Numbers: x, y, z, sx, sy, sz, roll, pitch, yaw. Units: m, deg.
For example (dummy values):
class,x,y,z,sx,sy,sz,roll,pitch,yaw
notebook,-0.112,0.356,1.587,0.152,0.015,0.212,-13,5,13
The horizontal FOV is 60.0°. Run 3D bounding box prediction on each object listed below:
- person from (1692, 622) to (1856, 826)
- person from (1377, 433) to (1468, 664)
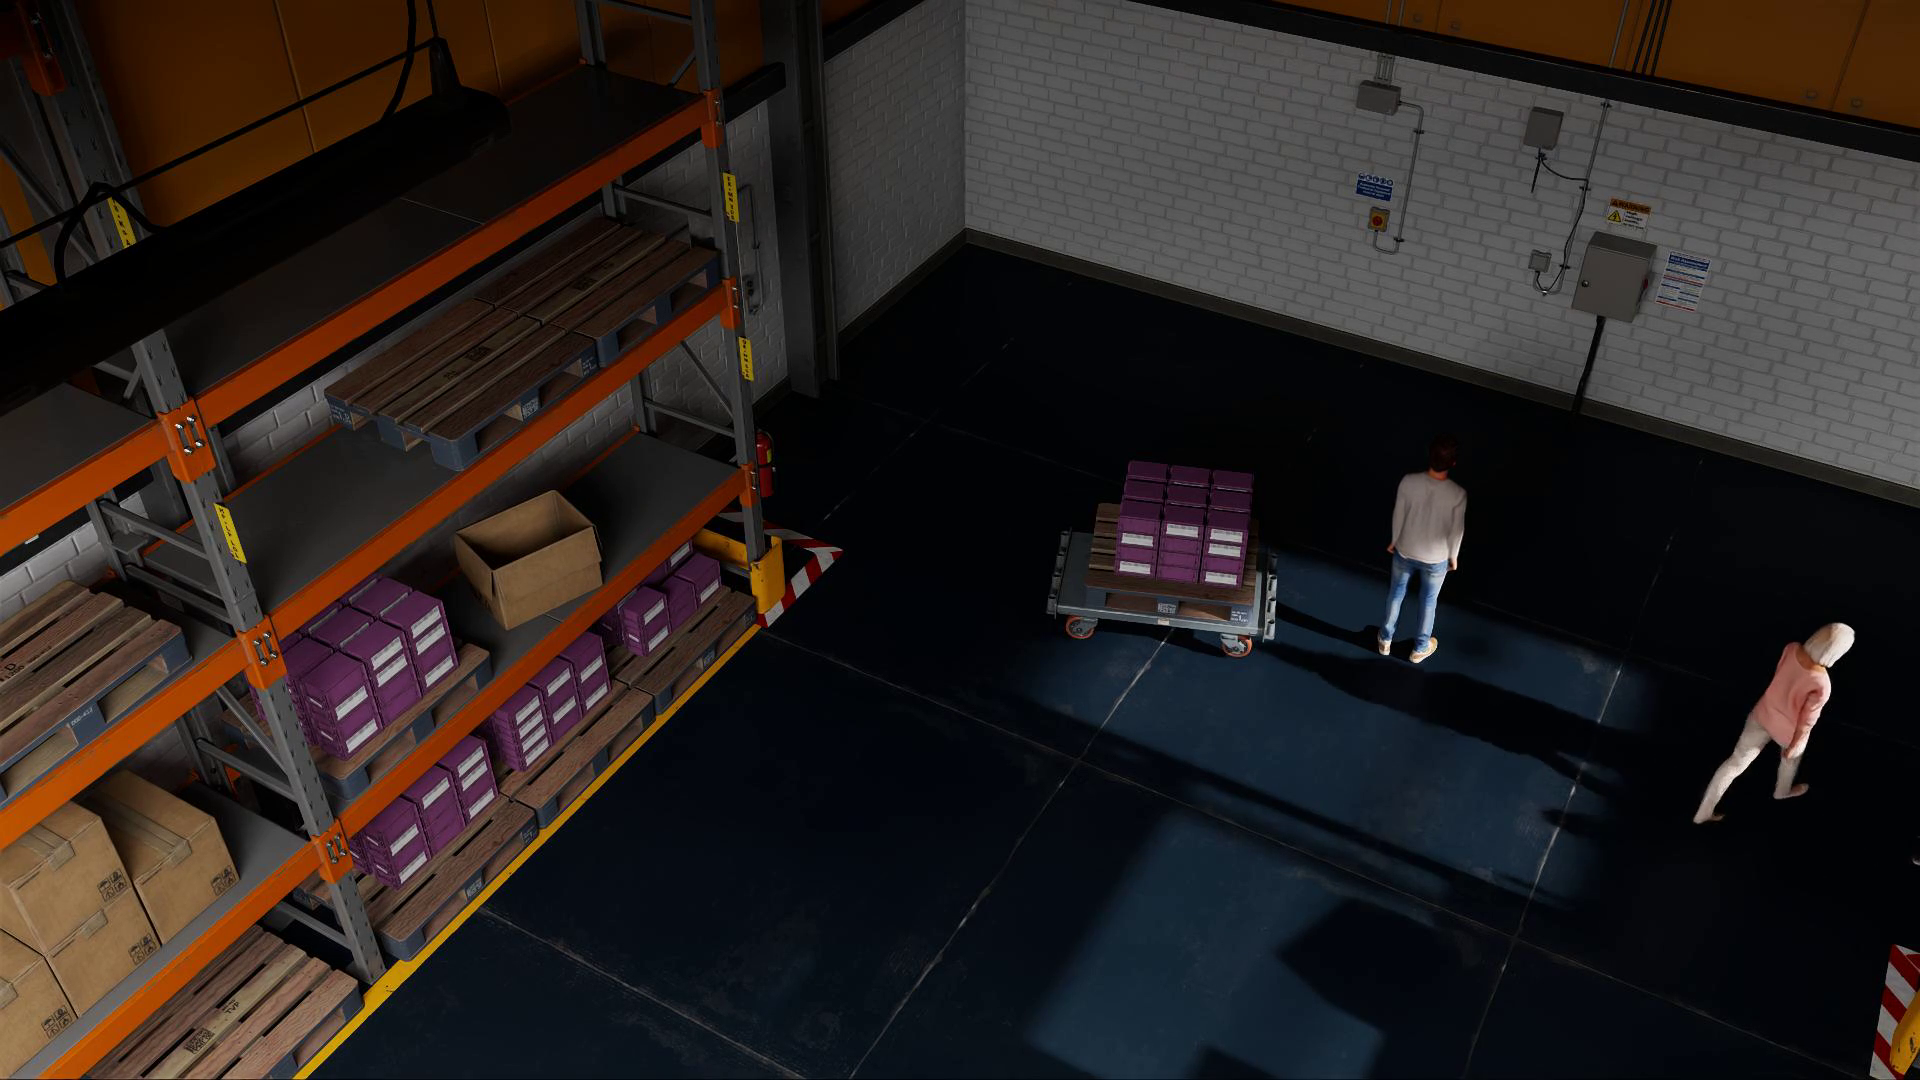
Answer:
class,x,y,z,sx,sy,sz,roll,pitch,yaw
person,5.072,1.178,10.450,1.192,1.666,1.059,-13,40,-15
person,3.242,0.069,11.646,0.655,1.906,0.579,18,42,21
